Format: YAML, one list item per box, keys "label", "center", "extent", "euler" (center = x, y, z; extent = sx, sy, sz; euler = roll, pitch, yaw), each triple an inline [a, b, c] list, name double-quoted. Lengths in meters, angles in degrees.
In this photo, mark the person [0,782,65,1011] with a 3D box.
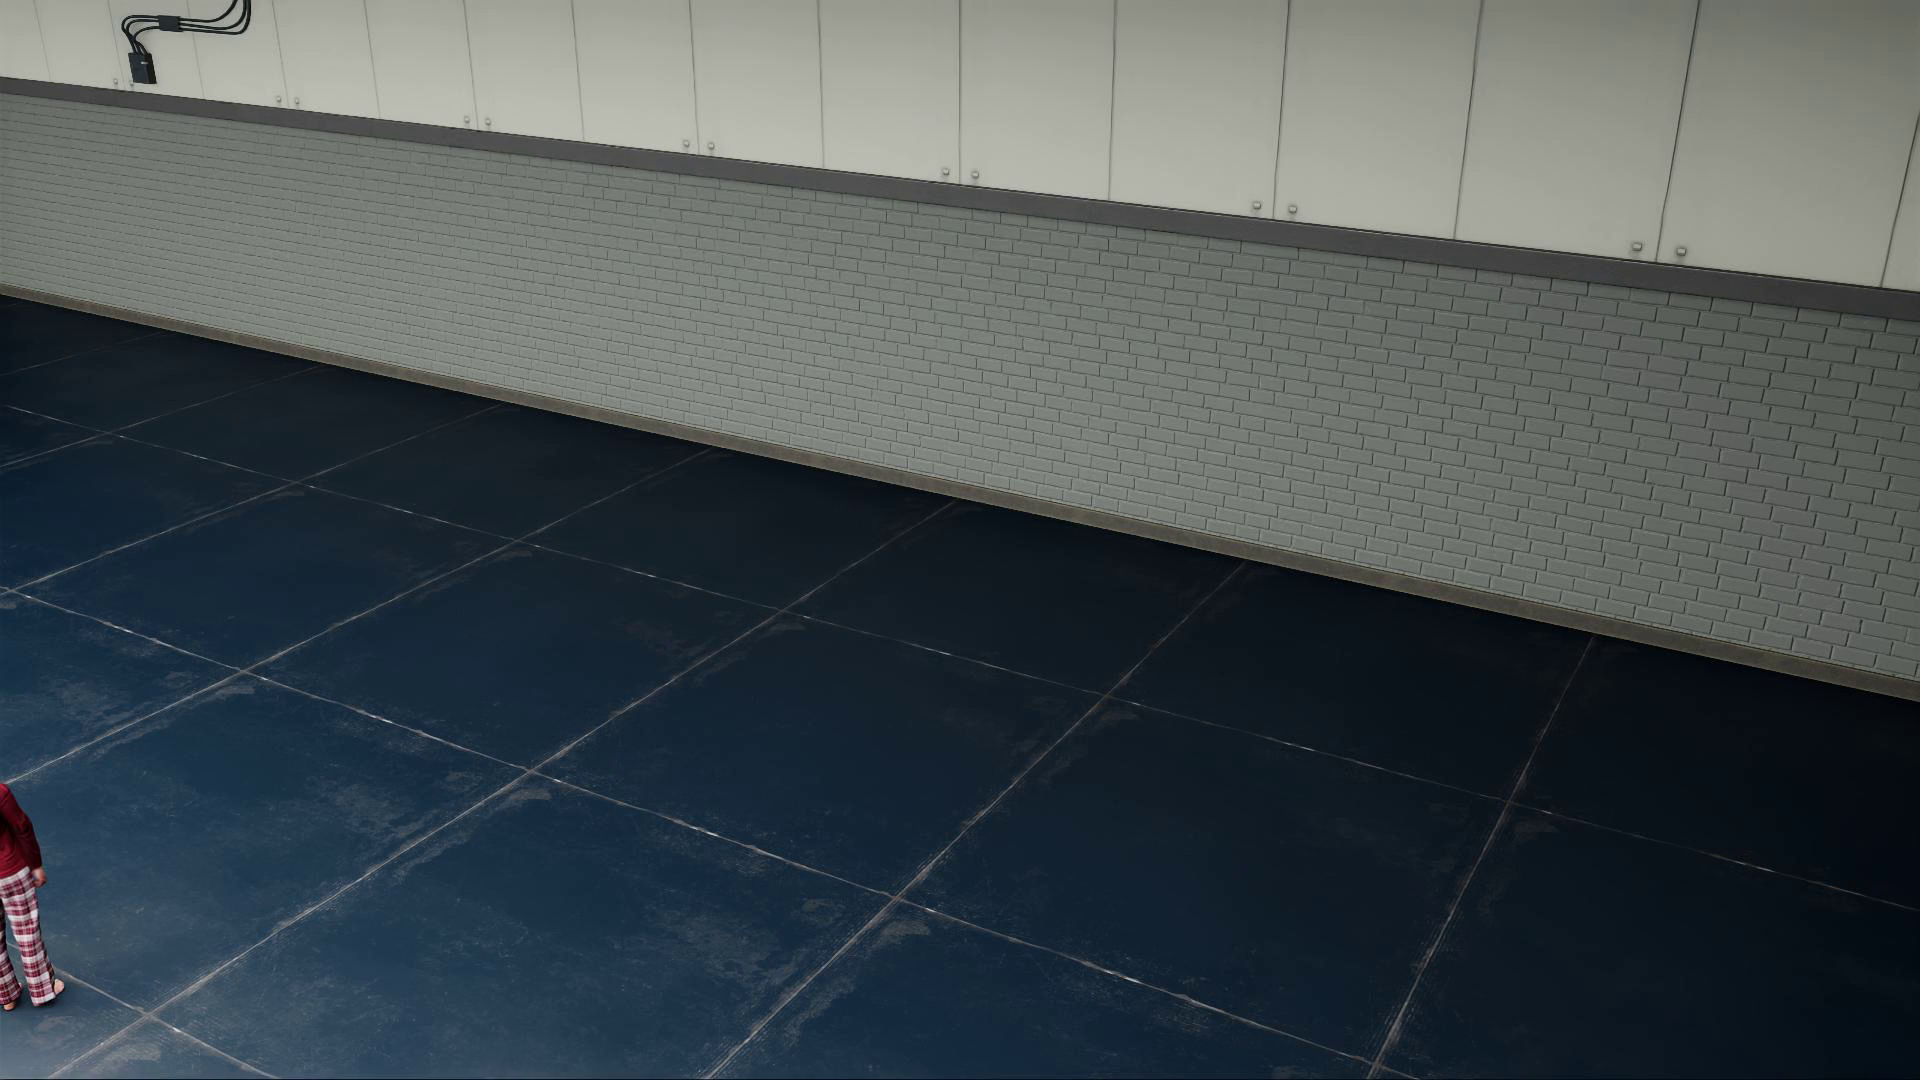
- label: "person"
  center: [-5.230, 1.781, 8.995]
  extent: [0.688, 1.701, 0.725]
  euler: [-4, 23, -9]
